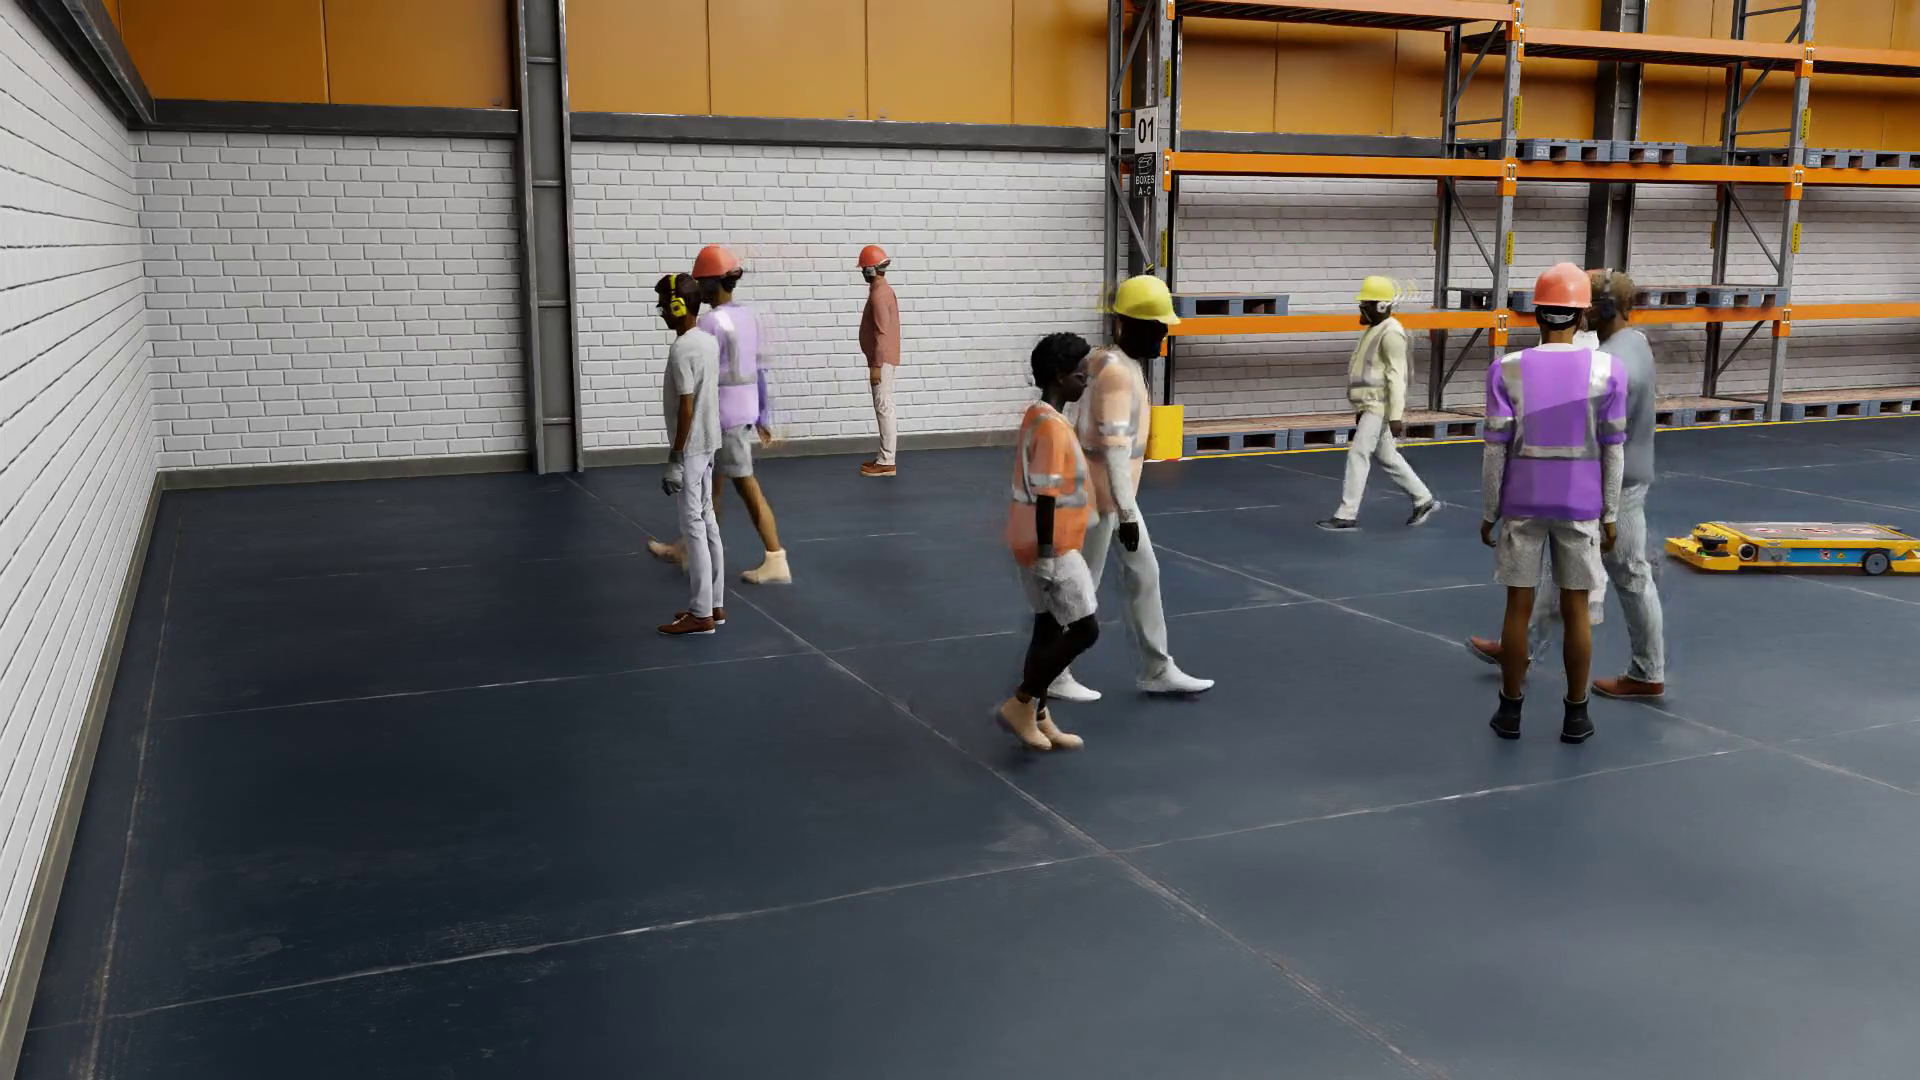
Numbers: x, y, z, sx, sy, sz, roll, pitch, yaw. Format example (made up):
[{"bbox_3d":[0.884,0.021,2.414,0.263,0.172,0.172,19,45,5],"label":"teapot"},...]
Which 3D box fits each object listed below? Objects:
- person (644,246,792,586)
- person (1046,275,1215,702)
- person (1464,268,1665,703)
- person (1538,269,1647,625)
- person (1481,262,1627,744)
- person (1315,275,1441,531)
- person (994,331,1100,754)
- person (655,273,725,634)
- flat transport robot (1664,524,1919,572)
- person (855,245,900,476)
[{"bbox_3d":[-1.444,-0.730,9.863,1.043,1.986,0.660,3,11,16],"label":"person"},{"bbox_3d":[0.732,-0.195,7.197,0.896,1.876,0.598,3,11,16],"label":"person"},{"bbox_3d":[2.727,-0.240,7.384,0.961,1.897,0.661,5,11,25],"label":"person"},{"bbox_3d":[3.331,-0.498,8.878,0.584,1.883,0.337,6,12,32],"label":"person"},{"bbox_3d":[2.387,-0.142,6.734,0.542,1.939,0.365,4,11,19],"label":"person"},{"bbox_3d":[2.986,-0.949,11.649,0.882,1.801,0.606,0,10,0],"label":"person"},{"bbox_3d":[0.366,0.029,6.483,0.367,1.680,0.548,0,10,-2],"label":"person"},{"bbox_3d":[-1.405,-0.438,8.597,0.329,1.865,0.514,2,10,10],"label":"person"},{"bbox_3d":[5.253,0.035,10.394,1.431,0.197,0.652,0,10,3],"label":"flat transport robot"},{"bbox_3d":[-0.712,-1.548,14.428,0.392,1.989,0.610,0,10,2],"label":"person"}]
